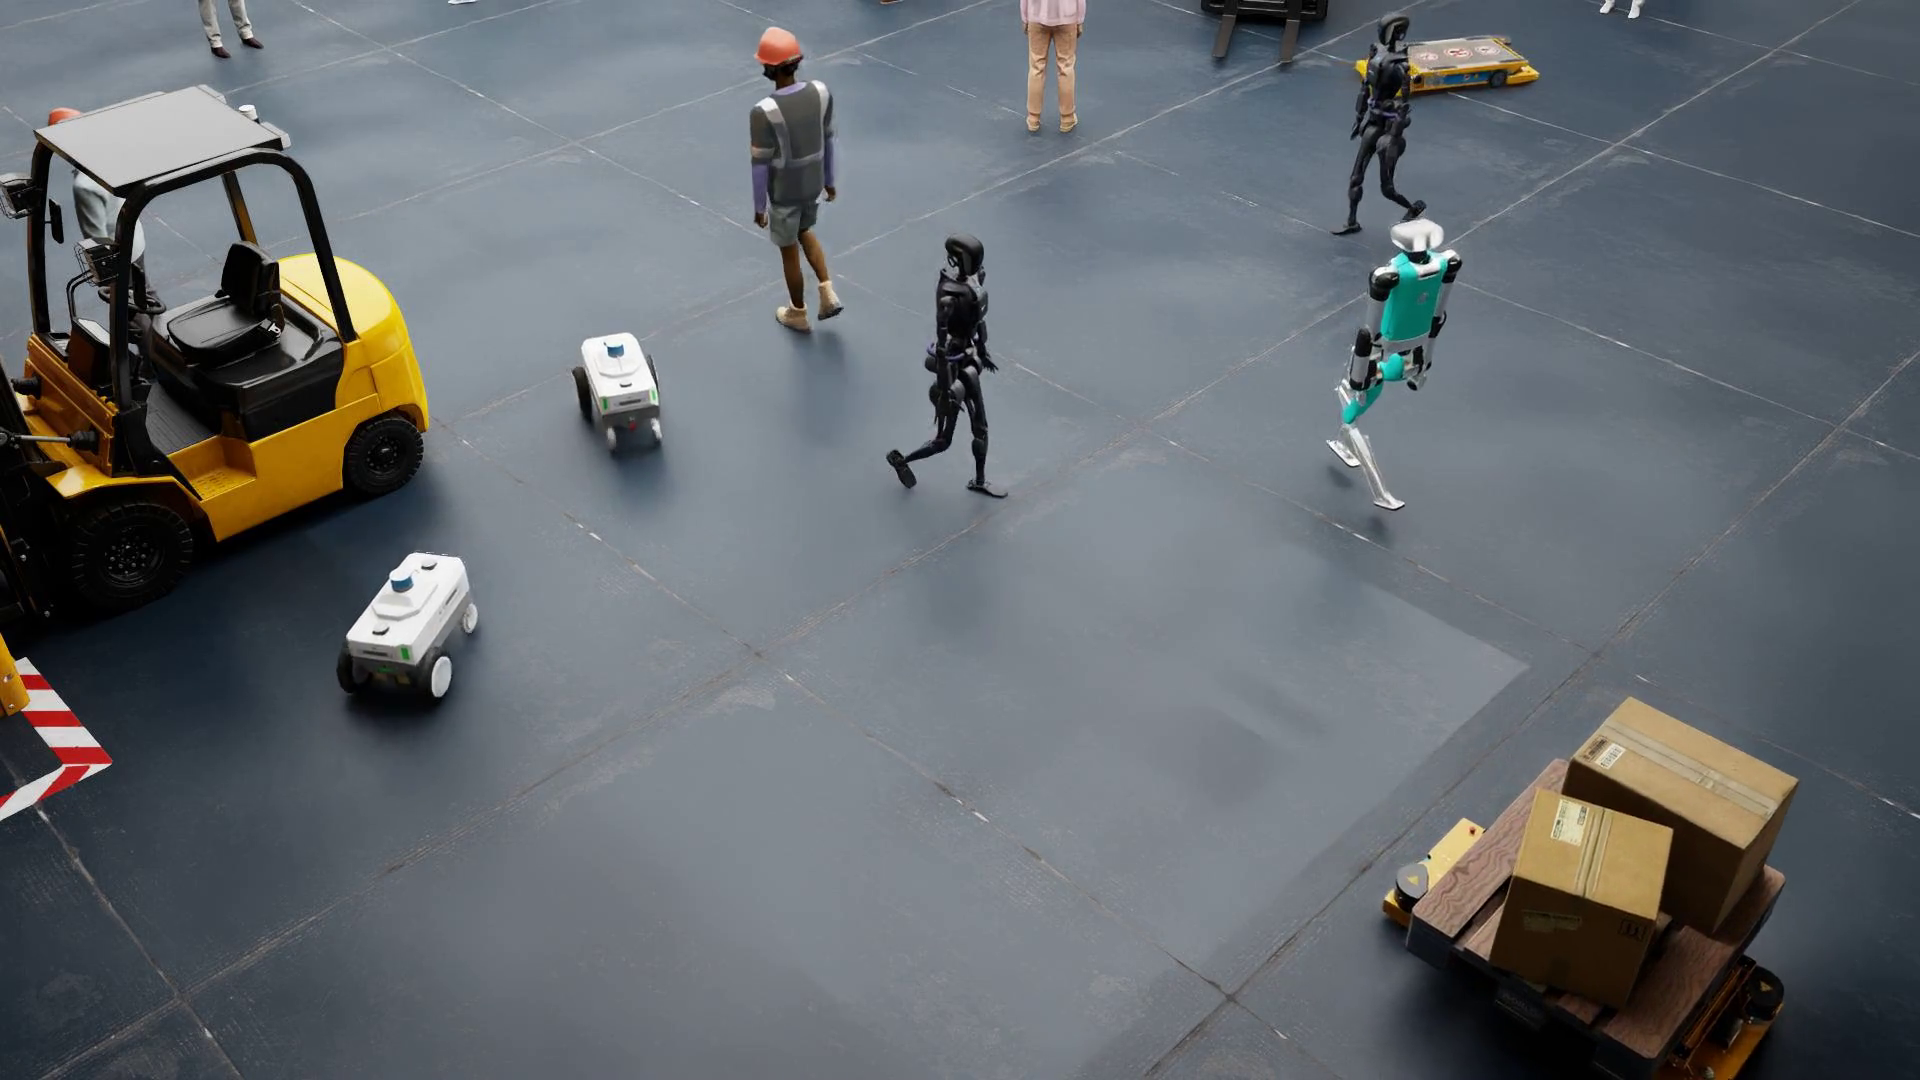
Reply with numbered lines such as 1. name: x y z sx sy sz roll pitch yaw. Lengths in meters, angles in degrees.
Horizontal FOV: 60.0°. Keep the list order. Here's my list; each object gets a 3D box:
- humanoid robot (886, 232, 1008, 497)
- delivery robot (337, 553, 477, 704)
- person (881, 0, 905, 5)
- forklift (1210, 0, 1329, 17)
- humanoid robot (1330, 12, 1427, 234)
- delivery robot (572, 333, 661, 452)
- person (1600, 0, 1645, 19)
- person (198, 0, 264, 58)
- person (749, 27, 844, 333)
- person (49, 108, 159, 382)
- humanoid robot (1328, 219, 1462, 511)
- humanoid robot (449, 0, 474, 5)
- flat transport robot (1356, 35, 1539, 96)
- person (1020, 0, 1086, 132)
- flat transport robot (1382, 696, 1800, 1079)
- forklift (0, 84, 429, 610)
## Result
1. humanoid robot: -0.064 -0.965 9.135 0.680 1.634 0.616 15 39 19
2. delivery robot: -2.712 0.425 8.205 0.499 0.614 0.812 7 37 9
3. person: -0.746 -6.062 15.733 0.620 1.932 0.377 27 44 31
4. forklift: 3.106 -6.400 15.960 1.214 2.155 2.313 8 37 10
5. humanoid robot: 3.059 -2.940 11.785 0.698 1.641 0.587 -12 39 -16
6. delivery robot: -2.053 -0.941 10.033 0.499 0.614 0.791 -12 39 -16
7. person: 6.348 -5.713 15.501 0.512 1.634 0.312 23 43 28
8. person: -6.604 -5.176 14.671 0.388 1.776 0.539 29 45 33
9. person: -1.047 -2.225 10.505 0.634 2.031 0.470 -30 46 -34
10. person: -5.188 -1.803 10.181 0.350 1.740 0.573 -4 37 -5
11. humanoid robot: 2.267 -1.014 9.133 0.539 1.744 1.014 -15 39 -20
12. humanoid robot: -4.652 -5.950 15.784 0.873 1.840 0.552 -8 37 -10
13. flat transport robot: 4.267 -4.147 14.548 1.431 0.231 0.659 -9 38 -12
14. person: 0.738 -4.125 13.252 0.519 1.784 0.402 5 37 6
15. flat transport robot: 2.525 1.657 6.778 1.431 0.231 0.659 30 46 34
16. forklift: -4.145 -1.093 8.856 2.313 2.155 1.214 -31 47 -34
